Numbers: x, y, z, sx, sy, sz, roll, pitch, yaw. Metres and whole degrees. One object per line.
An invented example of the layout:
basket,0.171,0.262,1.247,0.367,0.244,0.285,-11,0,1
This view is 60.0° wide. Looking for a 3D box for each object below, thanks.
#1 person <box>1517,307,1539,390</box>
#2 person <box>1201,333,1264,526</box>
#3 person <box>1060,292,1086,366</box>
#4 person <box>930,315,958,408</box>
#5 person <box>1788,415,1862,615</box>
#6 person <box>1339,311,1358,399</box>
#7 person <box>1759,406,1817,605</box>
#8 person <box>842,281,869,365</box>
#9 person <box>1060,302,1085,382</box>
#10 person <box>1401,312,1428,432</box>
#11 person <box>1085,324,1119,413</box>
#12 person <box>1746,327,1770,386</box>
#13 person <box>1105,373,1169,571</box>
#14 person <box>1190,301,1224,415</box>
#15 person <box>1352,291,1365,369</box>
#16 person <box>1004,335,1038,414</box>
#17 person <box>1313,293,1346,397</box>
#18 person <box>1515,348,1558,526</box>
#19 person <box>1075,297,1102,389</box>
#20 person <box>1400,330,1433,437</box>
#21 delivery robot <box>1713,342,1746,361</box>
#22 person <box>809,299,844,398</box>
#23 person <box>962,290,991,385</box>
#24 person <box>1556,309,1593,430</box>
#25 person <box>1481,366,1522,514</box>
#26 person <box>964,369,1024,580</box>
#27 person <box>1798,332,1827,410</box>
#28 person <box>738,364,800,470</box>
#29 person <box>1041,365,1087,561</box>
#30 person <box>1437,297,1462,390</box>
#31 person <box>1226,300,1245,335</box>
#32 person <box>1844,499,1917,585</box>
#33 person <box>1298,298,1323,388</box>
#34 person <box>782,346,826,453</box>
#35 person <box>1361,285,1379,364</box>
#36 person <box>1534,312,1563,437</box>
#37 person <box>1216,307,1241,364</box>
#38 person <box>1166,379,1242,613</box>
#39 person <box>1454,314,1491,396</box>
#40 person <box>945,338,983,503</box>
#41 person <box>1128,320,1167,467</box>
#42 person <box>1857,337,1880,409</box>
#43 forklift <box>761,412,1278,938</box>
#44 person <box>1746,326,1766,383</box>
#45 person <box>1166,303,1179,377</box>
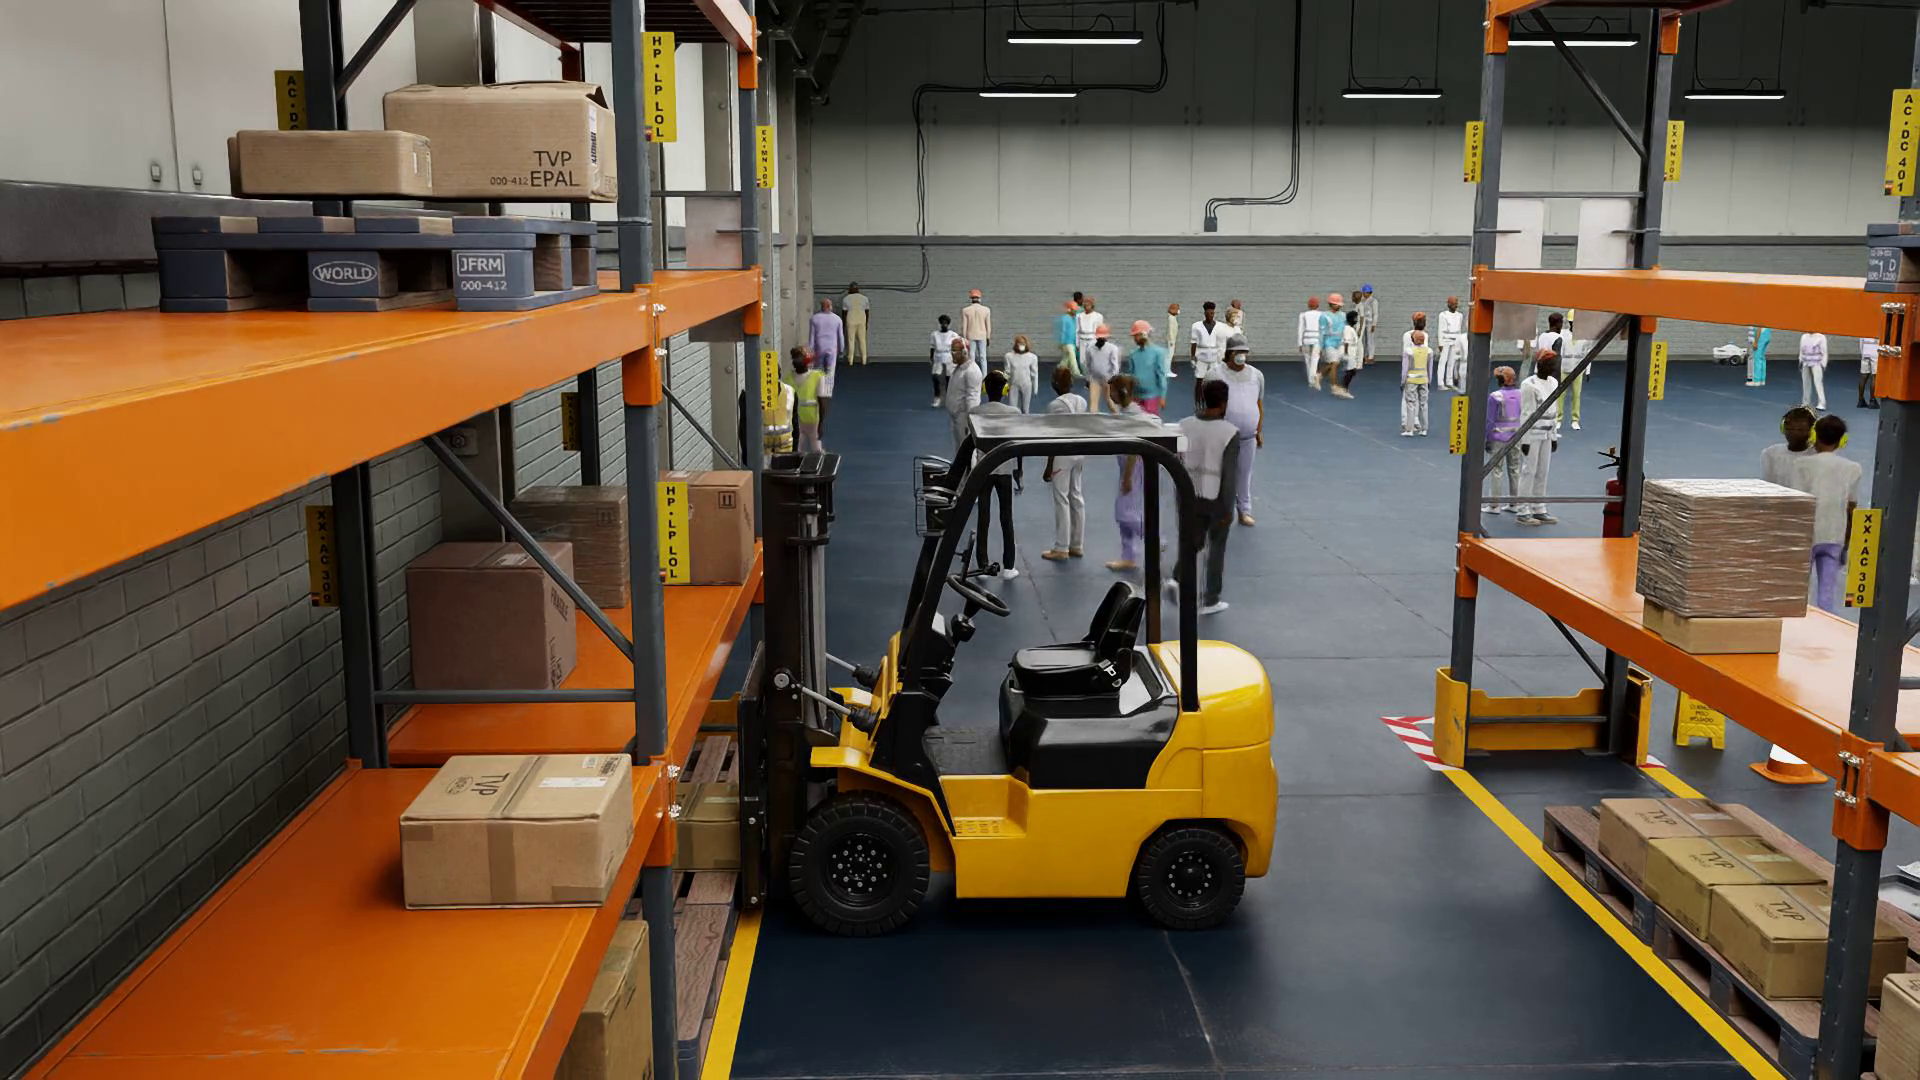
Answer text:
person,11.011,-3.711,32.278,0.372,1.843,0.570,4,11,19
person,2.890,-1.153,17.483,0.678,2.000,0.537,-1,10,-8
person,2.622,-4.636,37.386,1.026,1.863,0.618,-3,11,-18
person,-0.300,-3.182,29.781,0.557,1.666,0.734,2,10,10
person,5.943,0.036,11.549,0.513,1.785,1.011,2,10,13
person,7.414,-3.508,31.567,0.369,1.683,0.559,4,11,22
person,5.912,-0.024,11.814,0.611,1.846,0.641,8,13,36
person,-2.569,-5.281,40.477,0.673,2.000,0.536,-3,11,-18
person,2.429,-4.230,35.531,0.879,1.702,0.582,7,13,35
person,7.200,-2.650,26.264,0.573,1.883,0.355,-9,13,-40
person,2.259,-2.562,26.295,0.602,1.703,0.892,5,11,26
person,16.616,-4.108,34.525,0.349,1.836,0.517,9,14,42
person,1.580,-0.600,15.025,0.514,1.817,0.561,0,10,-3
person,4.282,-3.135,28.733,0.606,1.966,0.367,0,10,-1
person,9.326,-4.925,39.055,0.348,1.842,0.505,0,10,-2
person,0.902,-2.227,24.642,0.520,1.614,0.506,1,10,4
person,7.163,-3.793,32.310,0.676,2.001,0.816,-6,12,-32
person,6.115,-1.085,17.570,0.579,1.879,0.368,-8,13,-37
person,2.639,-4.021,33.959,0.577,1.869,0.523,4,11,22
person,7.013,-2.402,25.559,0.521,1.638,0.311,-2,10,-13
delivery robot,18.638,-4.550,40.284,0.707,0.478,0.477,10,14,44
person,-2.579,-3.700,32.120,0.682,1.869,0.892,-1,10,-6
person,0.333,-4.218,34.714,0.612,1.984,0.401,-1,10,-7
person,9.740,-2.711,26.482,0.594,1.924,0.383,3,10,14
person,5.983,-1.093,18.299,0.514,1.632,0.312,-5,11,-24
person,0.303,-0.576,14.747,0.537,1.869,0.312,0,10,3
person,15.223,-3.125,29.659,0.396,1.620,0.611,-4,11,-20
person,-1.896,-0.898,16.635,0.622,1.838,0.429,-4,11,-19
person,0.981,-0.723,15.651,0.344,1.841,0.506,9,14,42
person,9.889,-3.962,33.573,0.572,1.883,0.355,-5,11,-26
person,6.484,-4.832,39.138,0.509,1.630,0.316,-5,11,-27
person,8.088,-0.516,14.501,0.692,1.846,0.541,3,11,17
person,7.311,-4.083,34.398,0.592,1.823,1.022,4,11,21
person,-1.770,-1.342,19.203,0.582,1.810,0.933,4,11,20
person,9.987,-5.292,40.824,0.401,1.938,0.602,-5,11,-26
person,9.037,-2.528,25.515,0.397,1.911,0.588,-1,10,-6
person,4.346,-2.780,26.831,0.357,1.938,0.637,8,13,36
person,1.950,-0.333,13.295,0.614,1.901,0.544,9,14,42
person,7.938,-2.582,25.810,0.538,1.915,0.504,4,11,21
person,0.029,-1.363,19.052,0.398,1.900,0.655,-3,11,-16
person,2.417,-1.881,21.755,0.451,1.958,0.644,-9,14,-41
person,16.389,-3.318,29.820,0.347,1.943,0.545,-3,11,-17
forklift,0.291,0.548,7.580,2.313,2.155,1.214,0,10,-2
person,16.900,-4.221,35.189,0.404,1.821,0.588,2,10,9
person,4.717,-4.434,36.925,0.282,1.626,0.500,2,10,10
